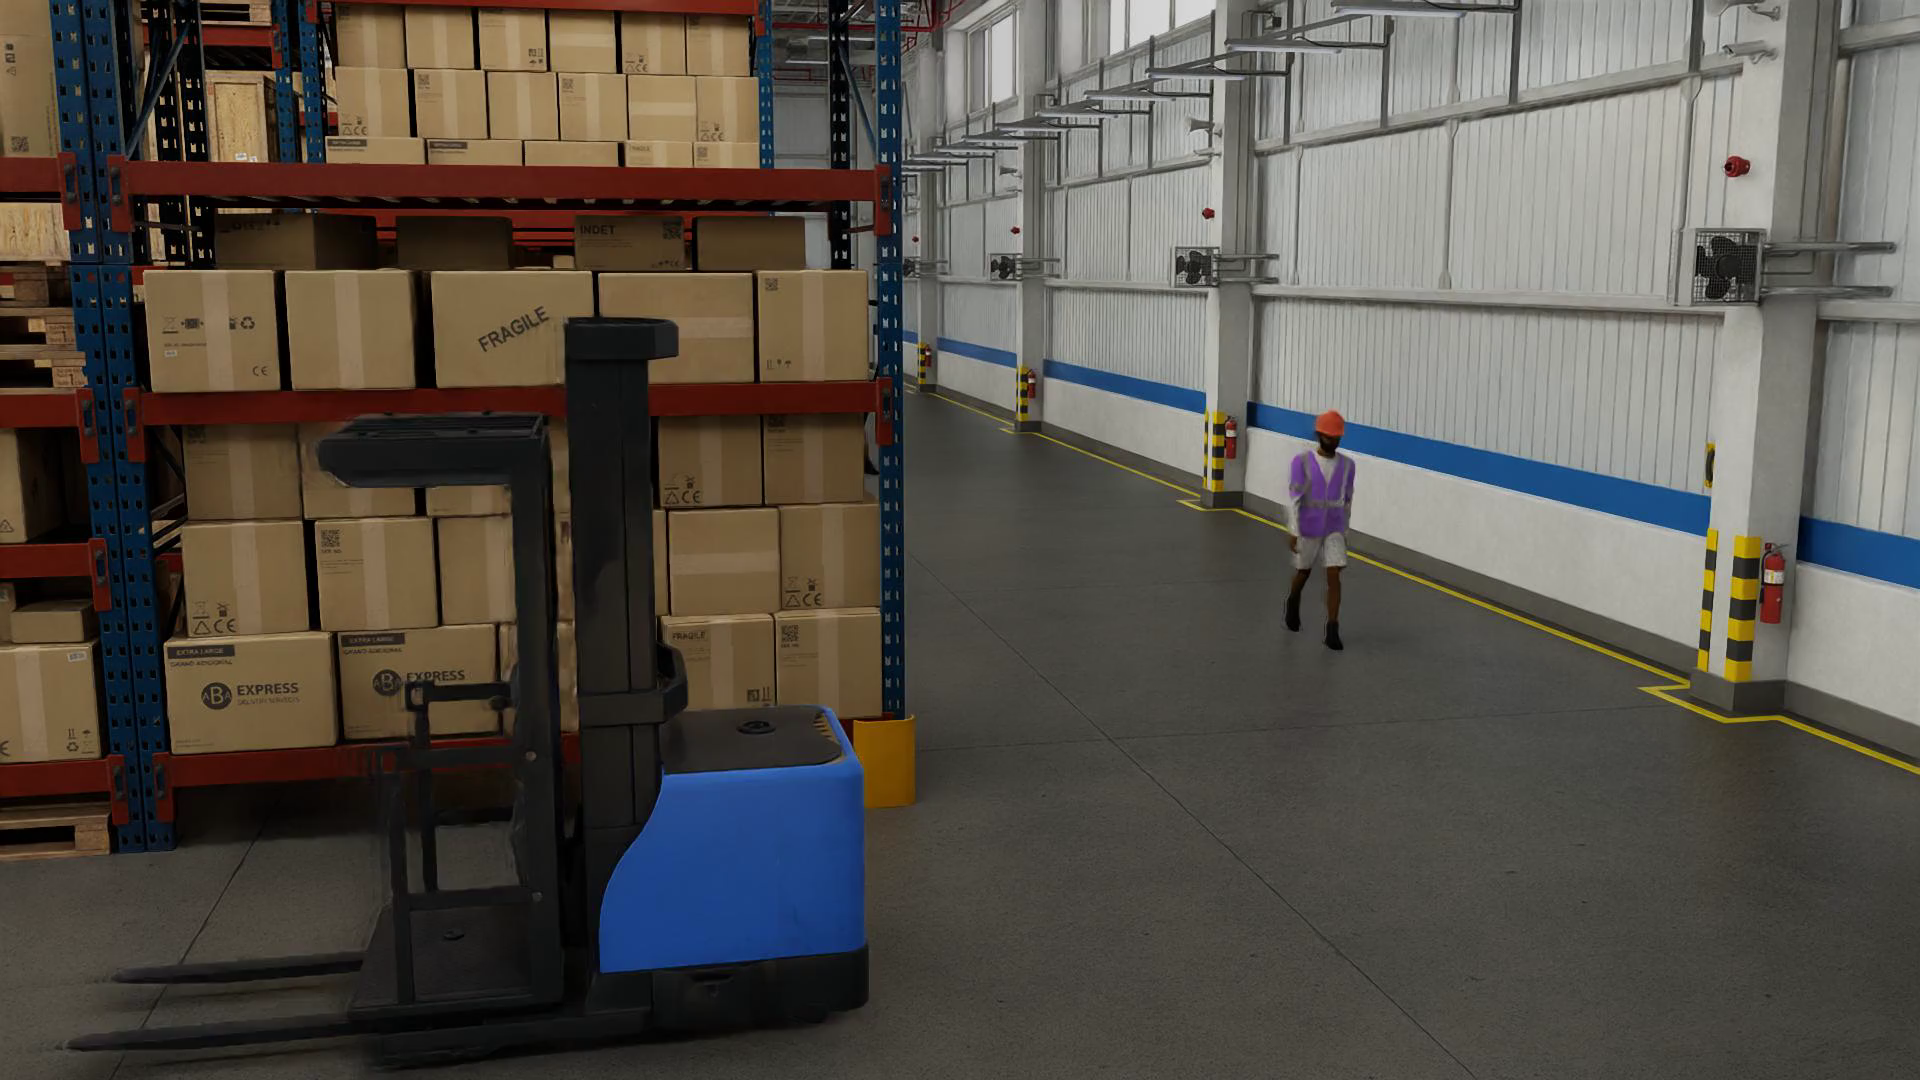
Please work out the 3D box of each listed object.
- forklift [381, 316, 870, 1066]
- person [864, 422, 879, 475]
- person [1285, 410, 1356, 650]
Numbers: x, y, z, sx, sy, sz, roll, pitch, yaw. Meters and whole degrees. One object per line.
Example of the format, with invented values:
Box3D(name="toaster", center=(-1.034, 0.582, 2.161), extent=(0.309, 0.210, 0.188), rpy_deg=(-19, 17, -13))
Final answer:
Box3D(name="forklift", center=(-1.371, 0.500, 6.754), extent=(1.873, 2.768, 1.129), rpy_deg=(-2, 10, -12))
Box3D(name="person", center=(-1.631, -1.903, 24.399), extent=(0.889, 1.904, 0.554), rpy_deg=(7, 12, 38))
Box3D(name="person", center=(2.905, -0.116, 13.497), extent=(0.553, 1.908, 0.893), rpy_deg=(-1, 9, -3))
